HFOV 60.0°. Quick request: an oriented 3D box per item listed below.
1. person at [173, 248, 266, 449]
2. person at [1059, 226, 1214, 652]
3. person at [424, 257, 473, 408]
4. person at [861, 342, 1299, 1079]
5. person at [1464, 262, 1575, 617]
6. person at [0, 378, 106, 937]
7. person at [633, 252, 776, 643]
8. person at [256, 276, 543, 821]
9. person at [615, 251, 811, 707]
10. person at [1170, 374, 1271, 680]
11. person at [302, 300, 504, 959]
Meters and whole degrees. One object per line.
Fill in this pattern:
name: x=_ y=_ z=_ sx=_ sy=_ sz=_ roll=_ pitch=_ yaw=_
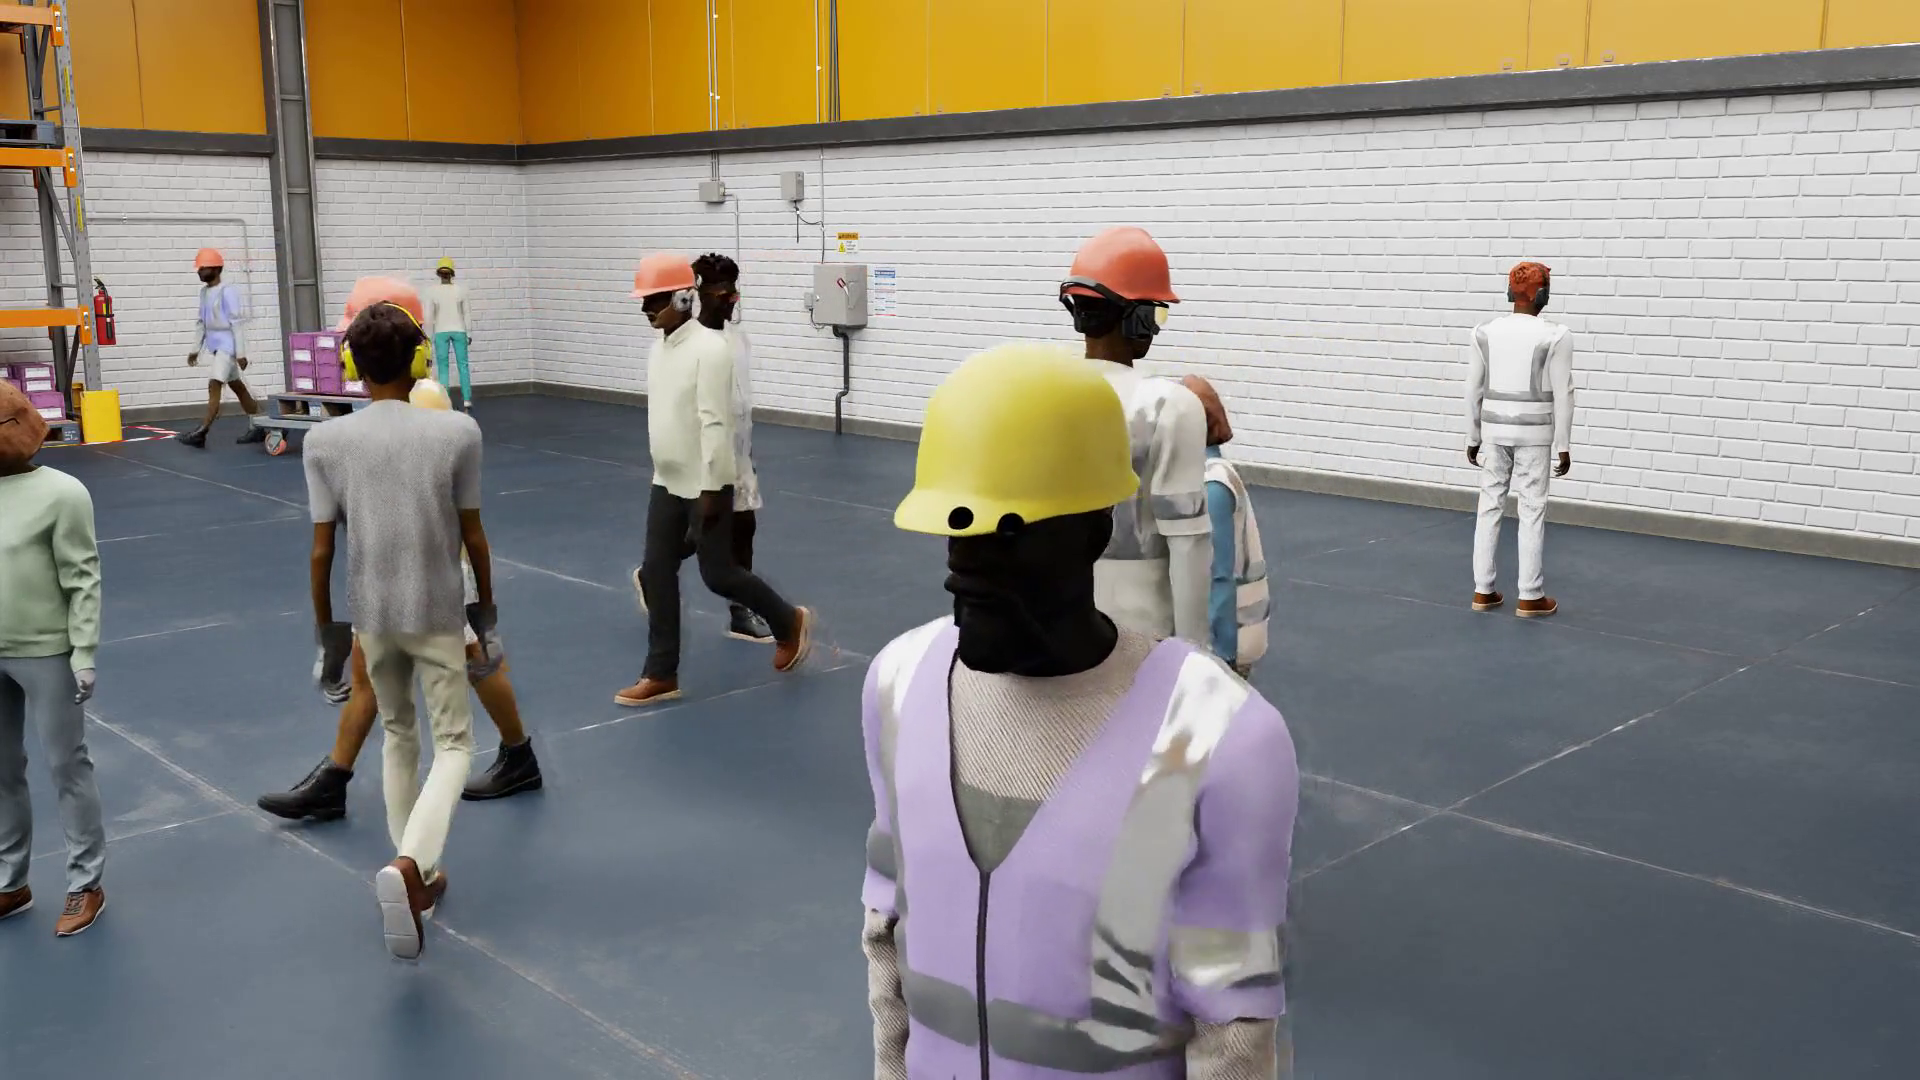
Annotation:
person: x=-7.123 y=-1.828 z=15.901 sx=0.551 sy=1.885 sz=0.989 roll=10 pitch=14 yaw=43
person: x=0.391 y=0.222 z=4.326 sx=0.616 sy=2.041 sz=0.378 roll=8 pitch=13 yaw=37
person: x=-5.960 y=-2.406 z=19.412 sx=0.525 sy=1.769 sz=0.327 roll=-4 pitch=11 yaw=-20
person: x=0.103 y=0.724 z=1.964 sx=0.585 sy=1.913 sz=0.421 roll=7 pitch=13 yaw=35
person: x=2.981 y=-0.533 z=8.878 sx=0.586 sy=1.882 sz=0.340 roll=10 pitch=14 yaw=42
person: x=-2.722 y=0.340 z=4.802 sx=0.499 sy=1.633 sz=0.279 roll=1 pitch=10 yaw=5
person: x=-1.270 y=-0.452 z=8.291 sx=0.737 sy=1.937 sz=0.609 roll=6 pitch=12 yaw=30
person: x=-1.925 y=0.041 z=5.751 sx=0.984 sy=1.883 sz=0.565 roll=-7 pitch=13 yaw=-34
person: x=-1.093 y=-0.273 z=7.273 sx=0.879 sy=1.961 sz=0.619 roll=-10 pitch=14 yaw=-43
person: x=0.720 y=0.323 z=4.906 sx=0.402 sy=1.614 sz=0.538 roll=1 pitch=10 yaw=6
person: x=-1.574 y=0.253 z=4.701 sx=0.514 sy=1.845 sz=0.742 roll=0 pitch=10 yaw=-2
